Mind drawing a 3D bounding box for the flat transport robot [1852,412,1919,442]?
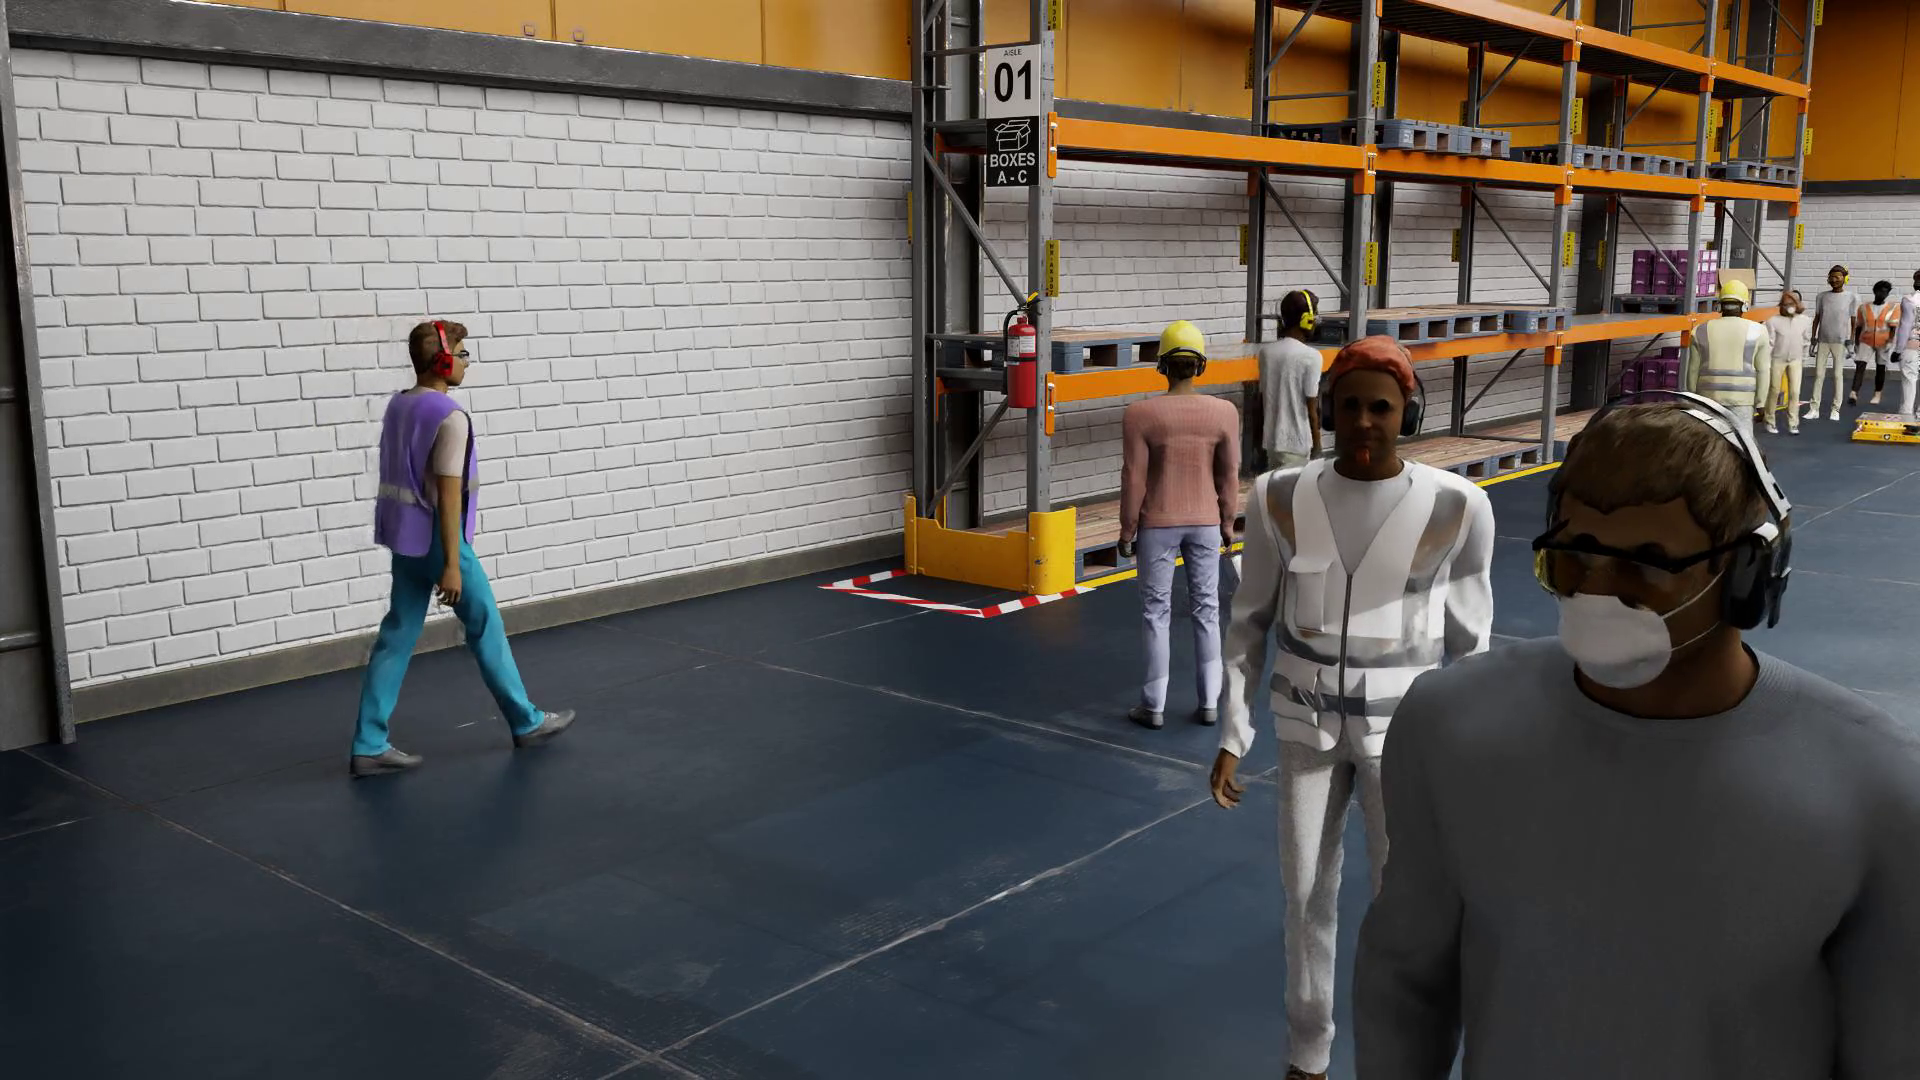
[{"bbox_3d":[10.173,-1.236,18.154,0.652,0.197,1.431,6,12,32],"label":"flat transport robot"}]

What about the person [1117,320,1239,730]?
[{"bbox_3d":[0.937,-0.059,7.201,0.535,1.767,0.316,-2,10,-10],"label":"person"}]

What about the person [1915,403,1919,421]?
[{"bbox_3d":[10.657,-1.975,17.893,0.953,1.844,0.766,-1,10,-6],"label":"person"}]

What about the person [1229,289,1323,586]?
[{"bbox_3d":[1.855,-0.517,9.598,0.664,1.849,0.520,-6,12,-31],"label":"person"}]

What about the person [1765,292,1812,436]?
[{"bbox_3d":[9.139,-1.939,18.392,0.524,1.588,0.798,2,10,9],"label":"person"}]

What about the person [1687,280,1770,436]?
[{"bbox_3d":[5.958,-1.096,12.915,0.586,1.832,0.403,6,12,33],"label":"person"}]

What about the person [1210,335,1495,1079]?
[{"bbox_3d":[0.912,0.470,3.872,0.600,1.878,0.394,5,11,27],"label":"person"}]

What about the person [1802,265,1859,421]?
[{"bbox_3d":[10.533,-2.376,20.094,0.517,1.874,0.327,9,13,42],"label":"person"}]

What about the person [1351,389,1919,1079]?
[{"bbox_3d":[0.712,0.802,1.810,0.635,1.936,0.354,8,13,40],"label":"person"}]

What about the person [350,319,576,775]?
[{"bbox_3d":[-2.065,0.019,6.665,0.586,1.790,0.964,10,14,44],"label":"person"}]

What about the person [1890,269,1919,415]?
[{"bbox_3d":[11.202,-2.237,19.421,0.654,1.840,0.482,-2,10,-13],"label":"person"}]

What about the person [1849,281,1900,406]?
[{"bbox_3d":[12.015,-2.573,21.848,0.526,1.645,0.875,7,12,34],"label":"person"}]
